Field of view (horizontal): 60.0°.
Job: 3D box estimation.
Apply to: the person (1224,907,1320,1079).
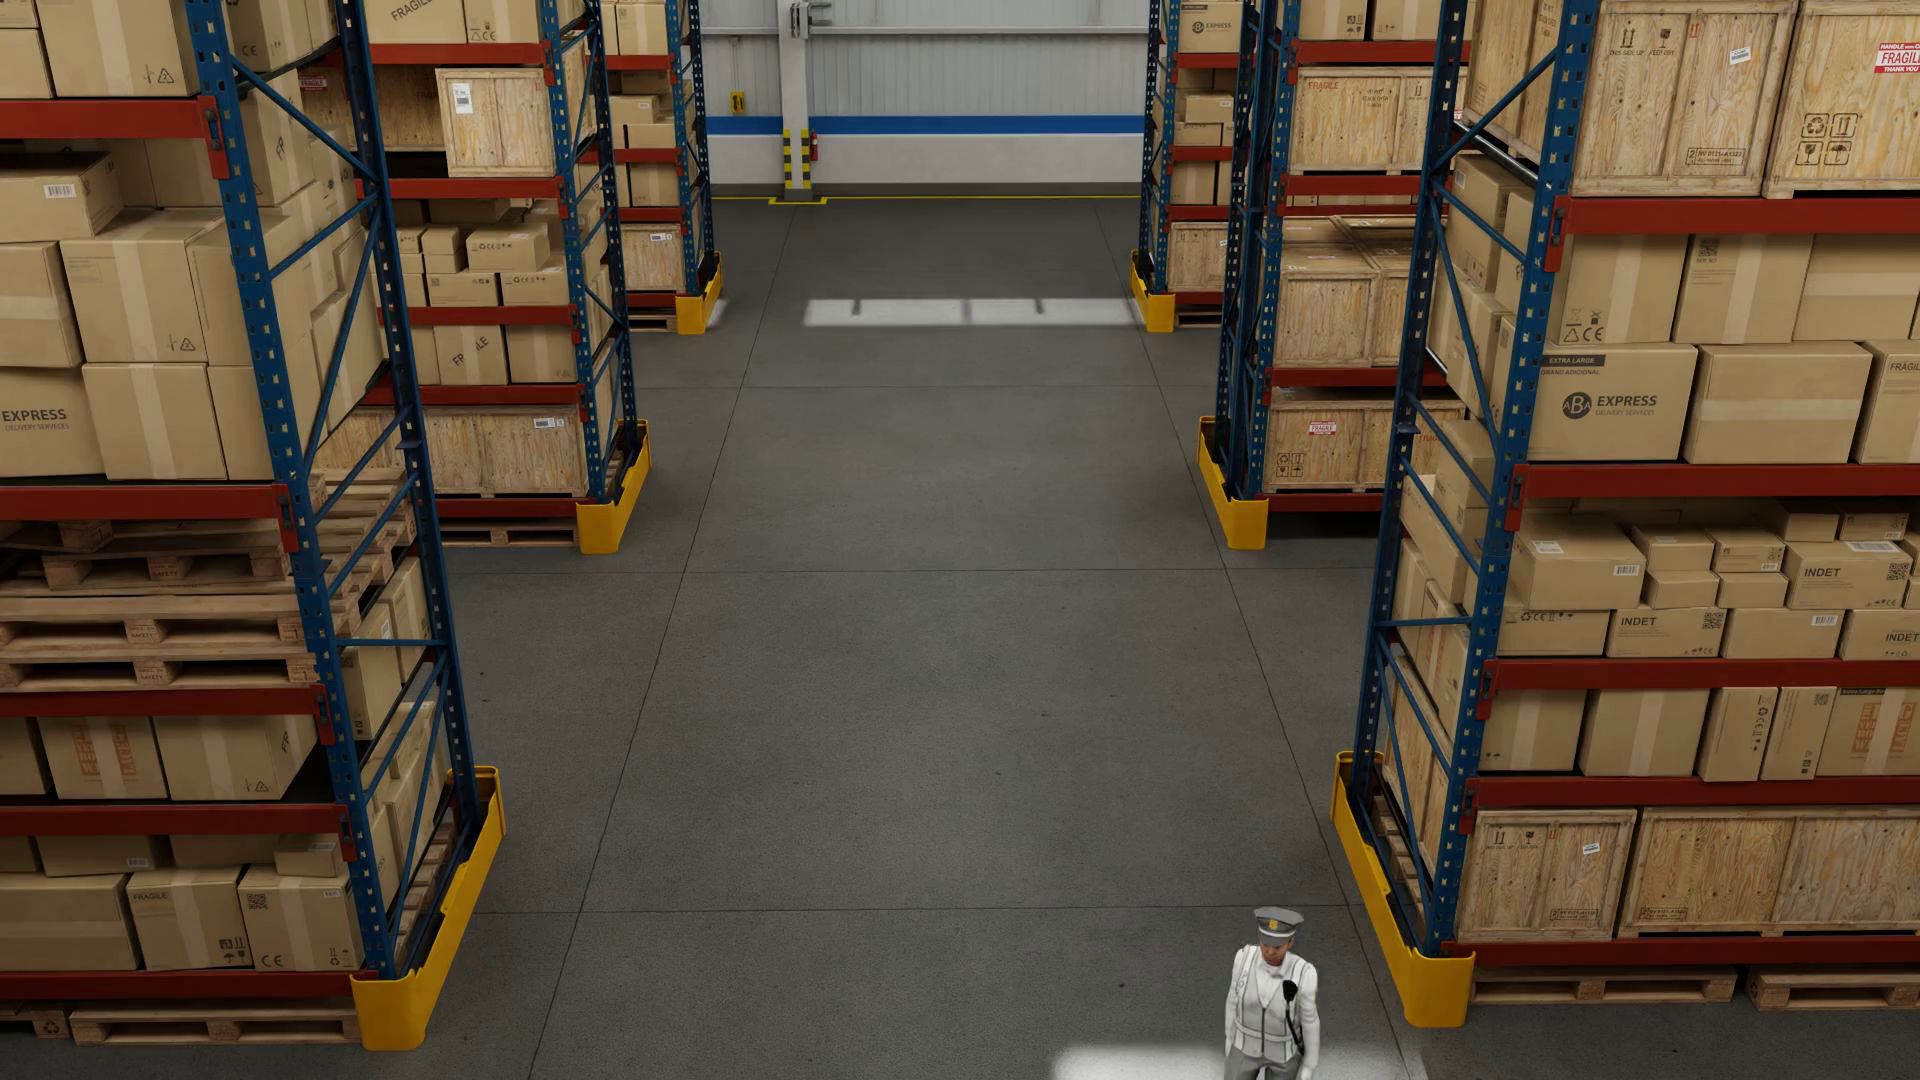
[{"bbox_3d":[1.556,2.613,8.395,0.498,1.730,0.431,9,27,18],"label":"person"}]
